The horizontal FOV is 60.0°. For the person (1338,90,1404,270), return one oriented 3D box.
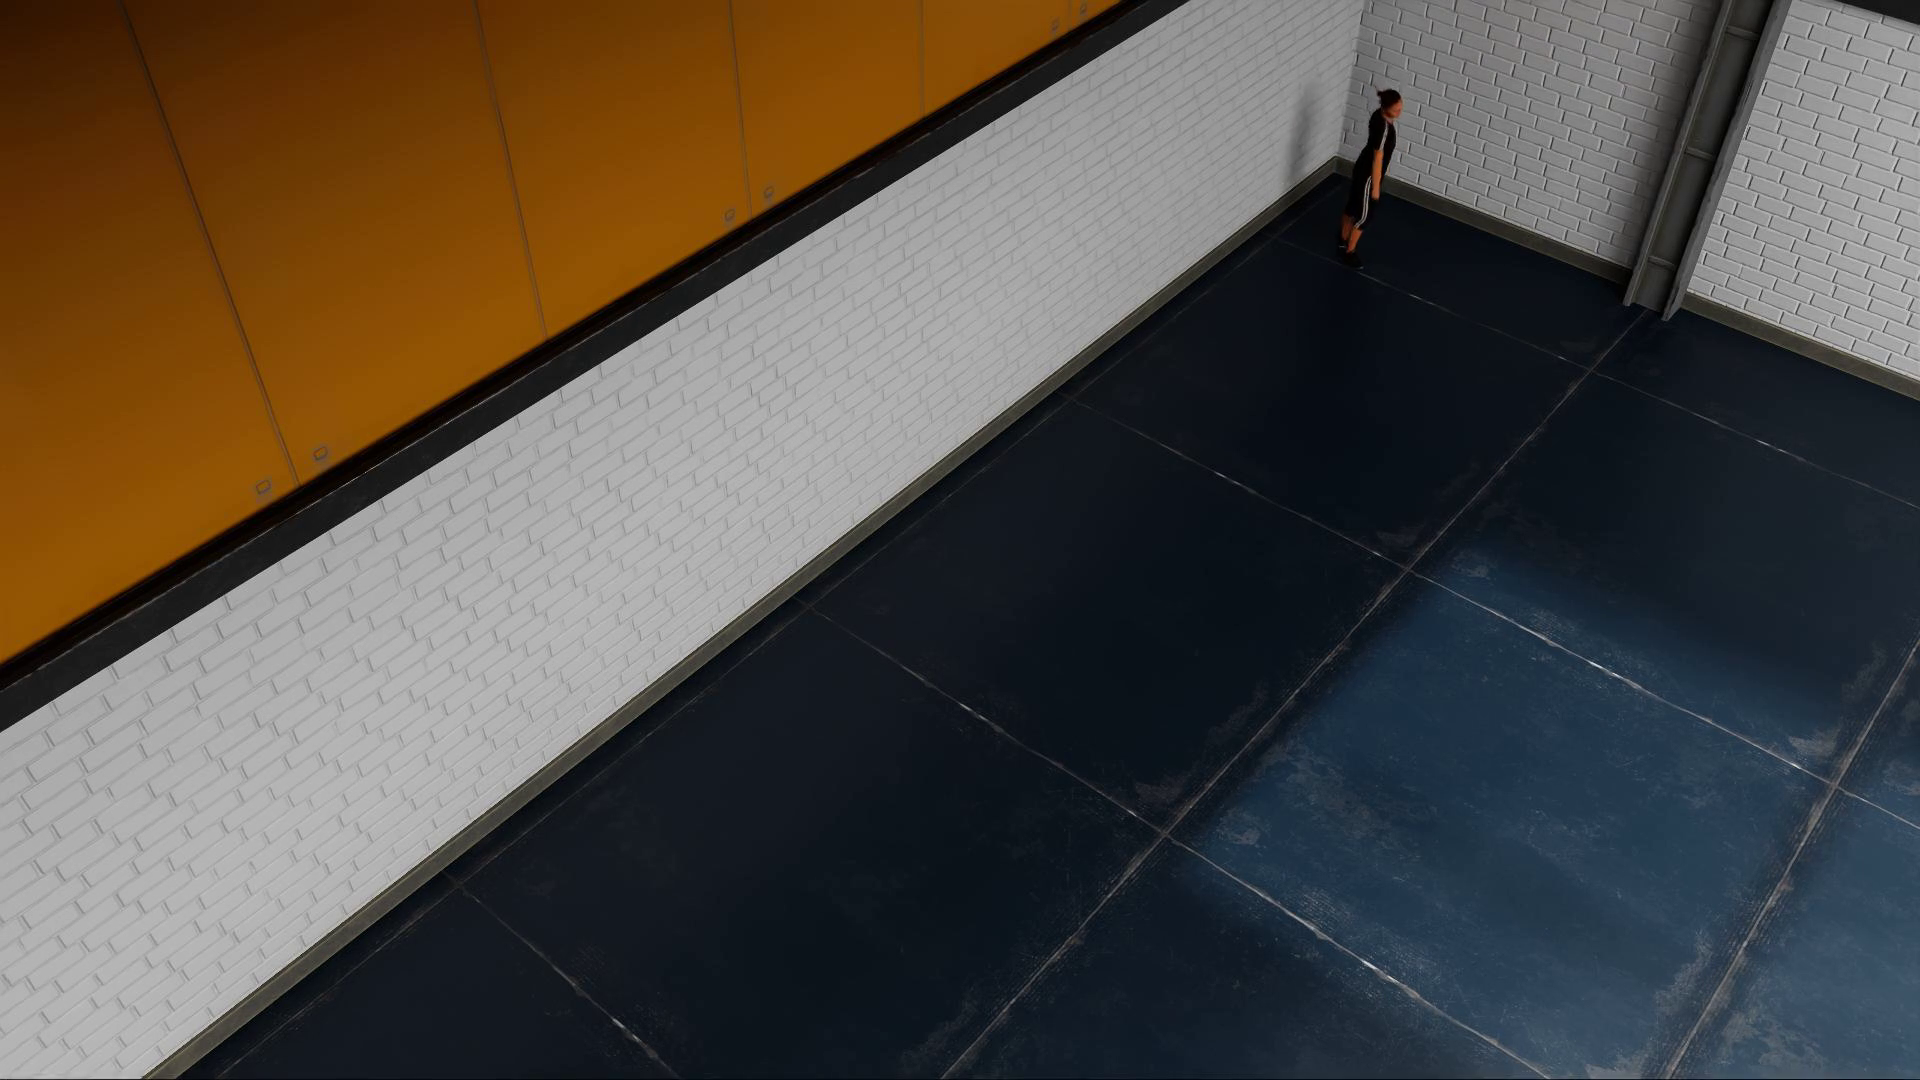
[{"bbox_3d":[3.439,-3.132,14.112,0.781,1.644,0.809,0,44,0],"label":"person"}]
